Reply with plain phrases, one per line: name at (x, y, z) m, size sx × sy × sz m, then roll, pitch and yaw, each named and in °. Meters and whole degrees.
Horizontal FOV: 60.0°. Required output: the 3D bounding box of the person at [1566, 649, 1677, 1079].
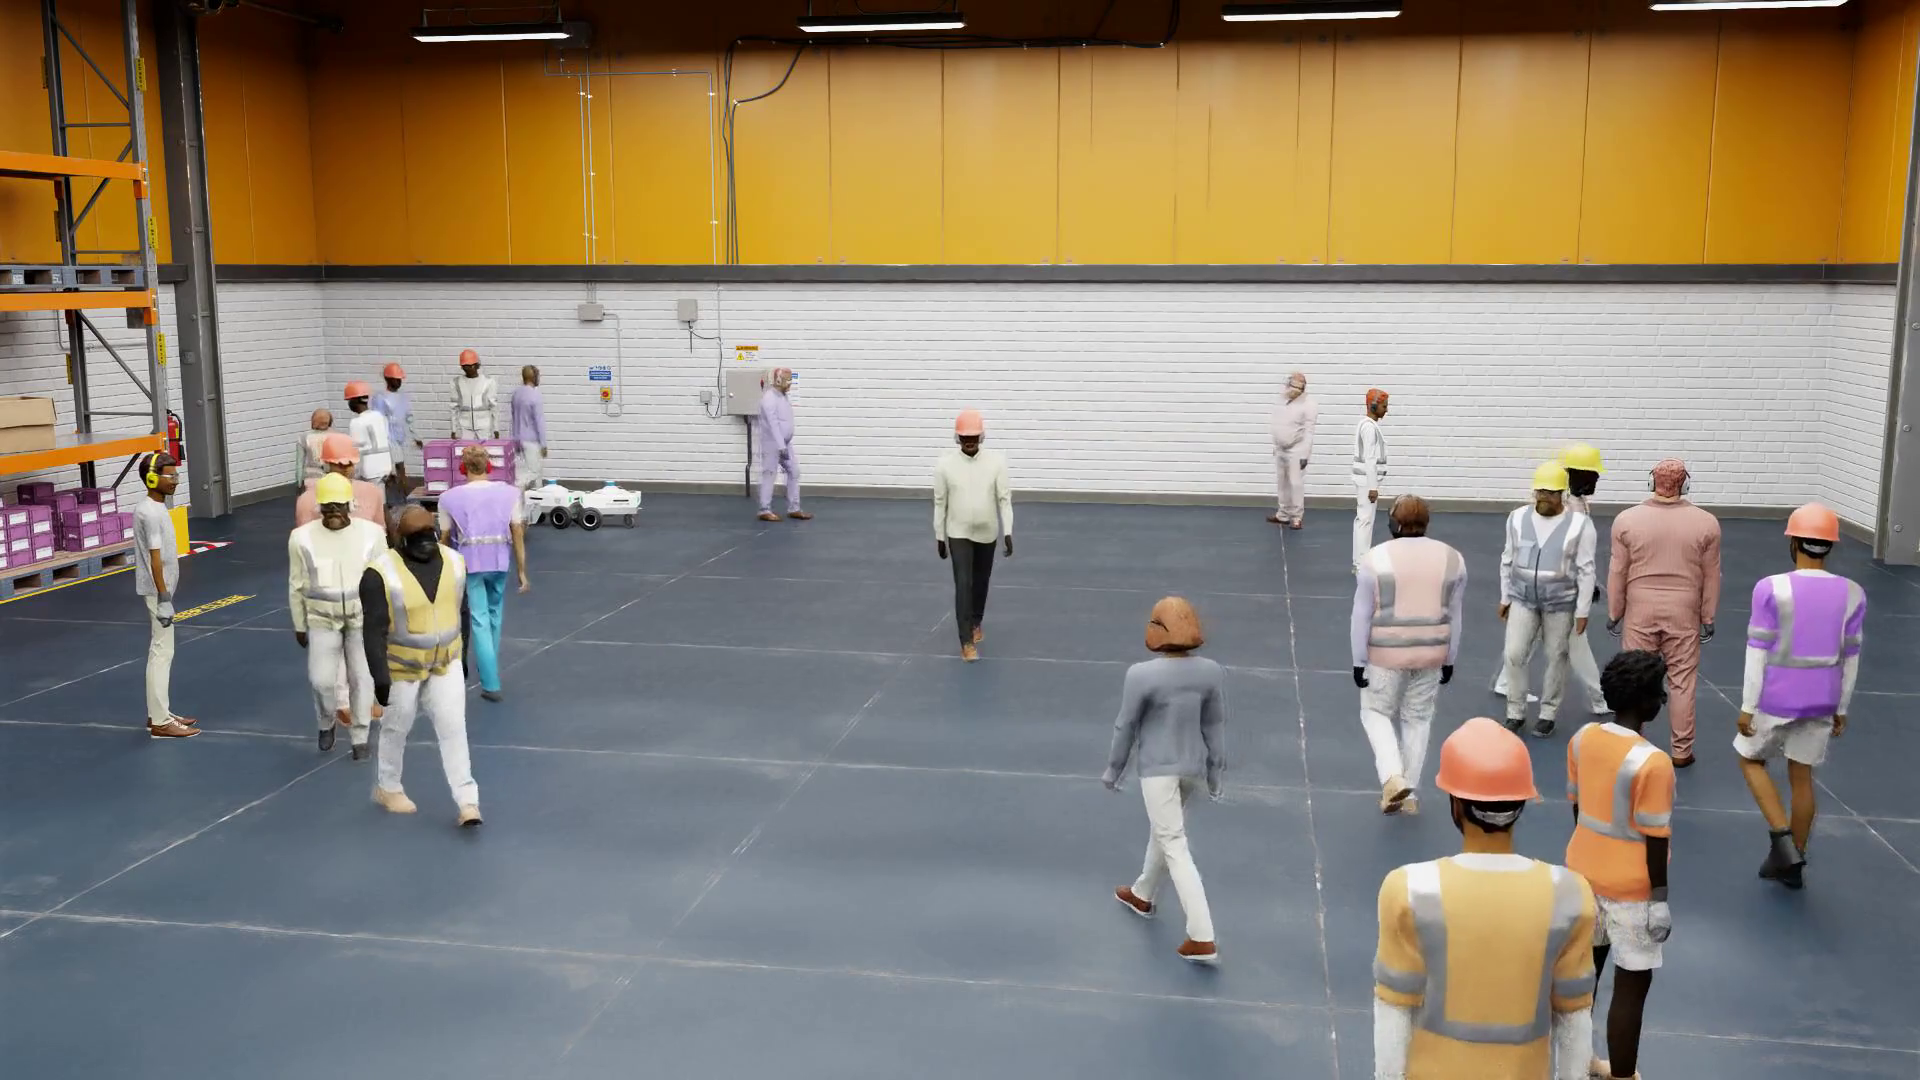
person at (2.385, 1.227, 6.021) m, size 0.316 × 1.696 × 0.550 m, roll -2°, pitch 9°, yaw -13°

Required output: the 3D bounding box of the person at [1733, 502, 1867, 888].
person at (4.099, 0.770, 8.173) m, size 0.566 × 1.915 × 0.417 m, roll 0°, pitch 9°, yaw -1°

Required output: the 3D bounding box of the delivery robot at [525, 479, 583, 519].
delivery robot at (-4.864, -0.482, 19.864) m, size 0.707 × 0.478 × 0.477 m, roll 3°, pitch 10°, yaw 19°

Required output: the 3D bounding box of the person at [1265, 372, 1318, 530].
person at (3.885, -1.066, 19.727) m, size 0.444 × 1.870 × 0.802 m, roll -6°, pitch 11°, yaw -31°

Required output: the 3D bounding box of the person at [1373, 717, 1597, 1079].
person at (1.322, 1.412, 4.202) m, size 0.549 × 1.918 × 0.758 m, roll 0°, pitch 9°, yaw 2°

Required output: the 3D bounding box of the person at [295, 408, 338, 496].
person at (-6.642, -0.559, 17.333) m, size 0.531 × 1.626 × 0.365 m, roll -4°, pitch 10°, yaw -24°

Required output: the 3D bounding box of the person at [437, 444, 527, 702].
person at (-3.481, 0.211, 11.976) m, size 0.598 × 1.799 × 0.927 m, roll -6°, pitch 11°, yaw -32°

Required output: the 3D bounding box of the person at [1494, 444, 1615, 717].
person at (4.201, 0.262, 11.495) m, size 1.021 × 1.863 × 0.596 m, roll 6°, pitch 11°, yaw 31°

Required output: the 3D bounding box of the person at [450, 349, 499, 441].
person at (-6.407, -1.499, 21.939) m, size 0.620 × 2.031 × 0.428 m, roll -1°, pitch 9°, yaw -6°

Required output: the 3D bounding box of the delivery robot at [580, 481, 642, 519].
delivery robot at (-4.138, -0.458, 19.718) m, size 0.707 × 0.478 × 0.477 m, roll -1°, pitch 9°, yaw -9°

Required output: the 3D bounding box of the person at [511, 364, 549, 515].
person at (-5.369, -1.209, 20.498) m, size 0.814 × 1.911 × 0.643 m, roll -8°, pitch 12°, yaw -42°

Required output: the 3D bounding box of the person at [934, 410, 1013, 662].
person at (0.096, -0.072, 13.297) m, size 0.606 × 1.955 × 1.009 m, roll -2°, pitch 9°, yaw -10°

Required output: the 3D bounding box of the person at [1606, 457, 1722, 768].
person at (4.310, 0.445, 10.220) m, size 0.639 × 1.910 × 0.407 m, roll 4°, pitch 10°, yaw 21°

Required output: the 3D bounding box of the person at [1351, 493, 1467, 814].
person at (2.473, 0.653, 9.208) m, size 0.626 × 1.829 × 0.518 m, roll -1°, pitch 9°, yaw -4°

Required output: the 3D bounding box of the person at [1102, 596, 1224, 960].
person at (0.946, 1.043, 7.510) m, size 0.504 × 1.586 × 0.886 m, roll -6°, pitch 11°, yaw -31°

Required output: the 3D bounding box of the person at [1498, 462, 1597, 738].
person at (3.740, 0.408, 10.717) m, size 0.620 × 1.814 × 0.610 m, roll 6°, pitch 11°, yaw 34°

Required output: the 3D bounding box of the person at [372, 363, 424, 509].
person at (-7.042, -1.276, 20.932) m, size 0.965 × 1.884 × 0.570 m, roll 3°, pitch 10°, yaw 18°

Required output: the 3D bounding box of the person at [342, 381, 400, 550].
person at (-6.238, -0.705, 17.389) m, size 0.834 × 1.894 × 0.566 m, roll 1°, pitch 9°, yaw 7°

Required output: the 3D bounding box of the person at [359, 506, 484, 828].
person at (-2.942, 0.687, 9.090) m, size 0.654 × 1.784 × 0.984 m, roll -8°, pitch 12°, yaw -41°

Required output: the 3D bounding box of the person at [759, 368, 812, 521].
person at (-2.121, -1.144, 20.172) m, size 0.765 × 1.875 × 0.636 m, roll 3°, pitch 10°, yaw 18°

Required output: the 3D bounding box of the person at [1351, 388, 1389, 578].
person at (4.075, -0.560, 16.522) m, size 0.355 × 1.887 × 0.574 m, roll 1°, pitch 9°, yaw 8°

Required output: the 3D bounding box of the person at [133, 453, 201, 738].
person at (-5.217, 0.360, 10.883) m, size 0.310 × 1.864 × 0.533 m, roll -5°, pitch 10°, yaw -28°

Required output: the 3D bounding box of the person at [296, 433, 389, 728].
person at (-4.061, 0.277, 11.034) m, size 0.653 × 1.976 × 0.497 m, roll -9°, pitch 13°, yaw -43°

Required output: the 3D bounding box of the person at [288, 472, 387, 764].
person at (-3.808, 0.483, 10.272) m, size 0.597 × 1.819 × 0.415 m, roll -4°, pitch 10°, yaw -24°
